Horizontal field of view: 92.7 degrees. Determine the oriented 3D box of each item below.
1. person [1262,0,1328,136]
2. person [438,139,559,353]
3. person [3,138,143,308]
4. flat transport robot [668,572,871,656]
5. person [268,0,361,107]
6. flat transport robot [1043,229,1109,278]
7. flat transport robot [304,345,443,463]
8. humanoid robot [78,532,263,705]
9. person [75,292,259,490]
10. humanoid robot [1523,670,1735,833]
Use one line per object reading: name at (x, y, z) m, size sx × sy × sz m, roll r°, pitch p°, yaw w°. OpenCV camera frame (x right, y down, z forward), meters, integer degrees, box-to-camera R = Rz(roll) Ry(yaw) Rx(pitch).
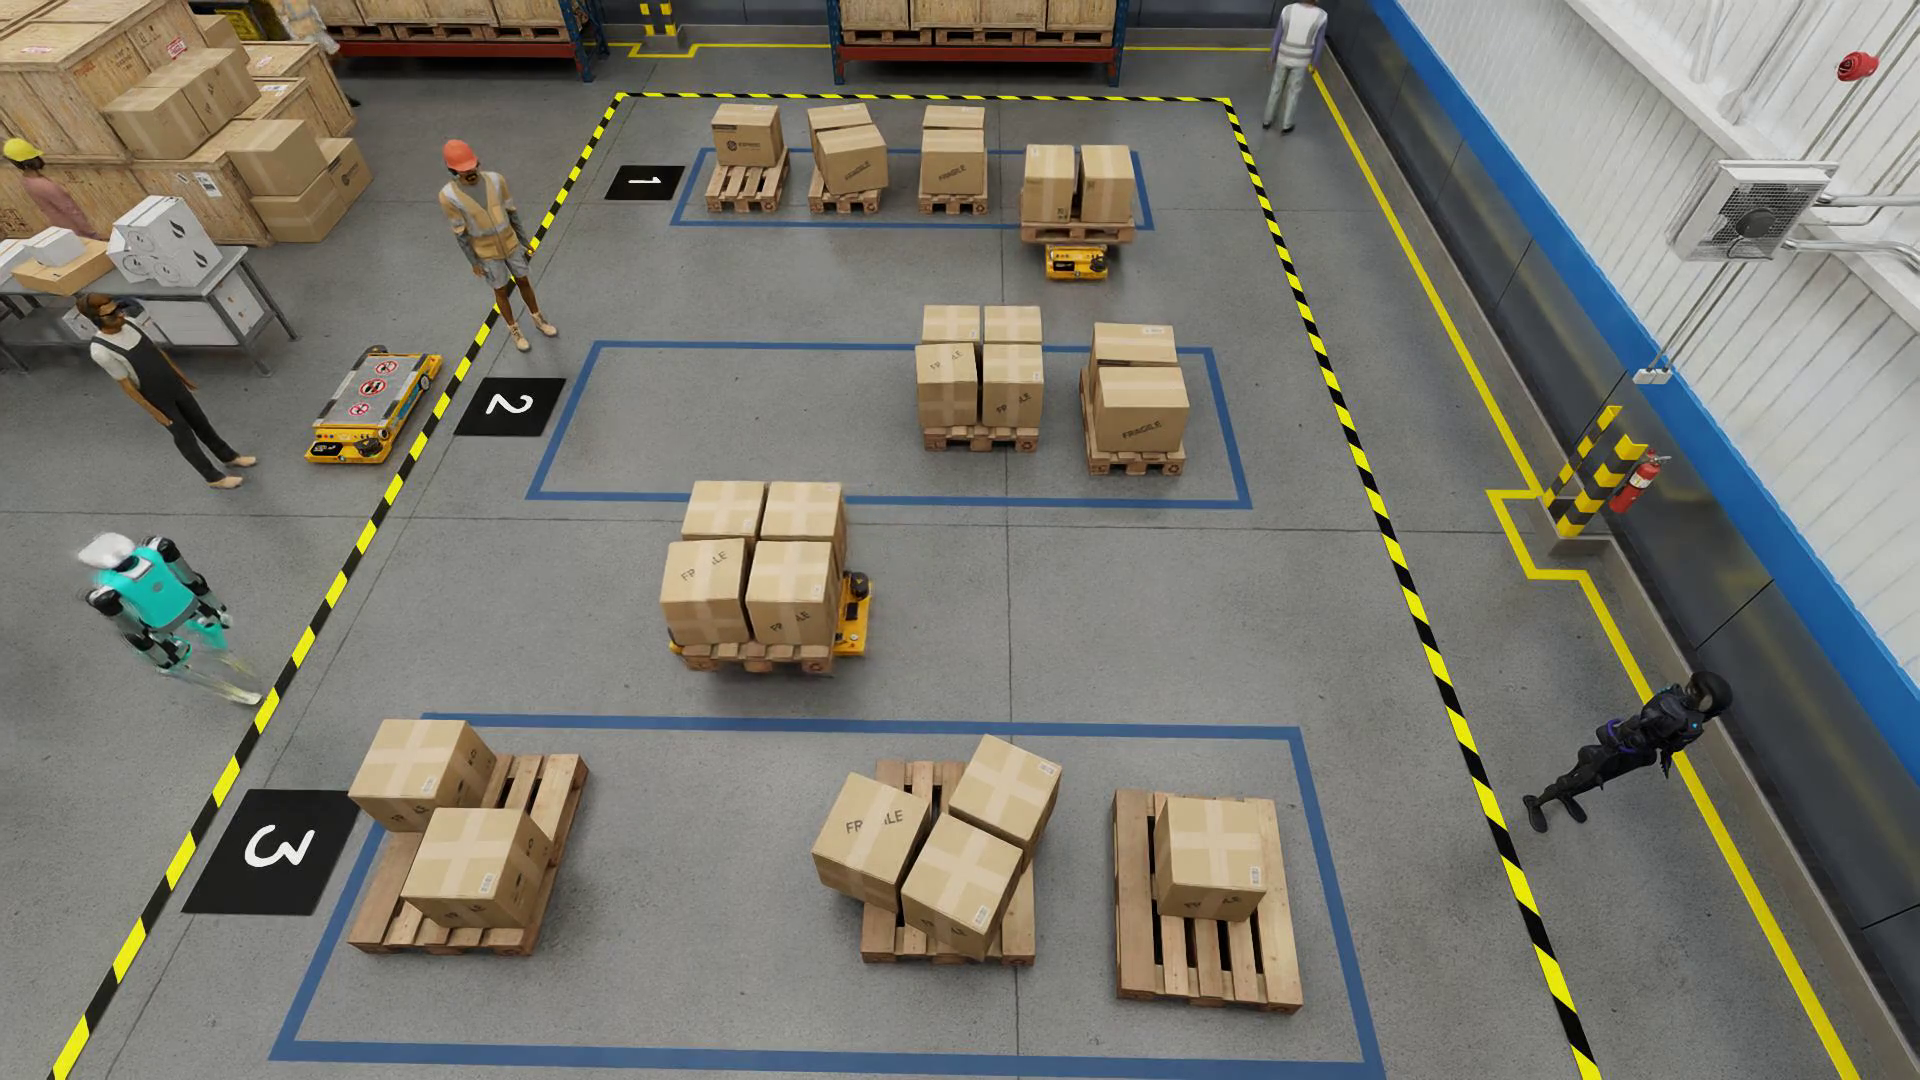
person at (4.177, -6.021, 11.437) m, size 0.599 × 1.829 × 0.404 m, roll 23°, pitch 53°, yaw 18°
person at (-4.276, -2.705, 8.495) m, size 0.374 × 2.045 × 0.604 m, roll 36°, pitch 58°, yaw 26°
person at (-8.591, -3.034, 8.954) m, size 0.532 × 1.765 × 0.328 m, roll 21°, pitch 53°, yaw 17°
flat transport robot at (-1.414, 0.537, 6.895) m, size 1.431 × 0.197 × 0.652 m, roll 1°, pitch 50°, yaw 1°
person at (-8.435, -6.592, 11.873) m, size 0.444 × 1.904 × 0.589 m, roll 11°, pitch 51°, yaw 9°
flat transport robot at (1.270, -3.418, 10.241) m, size 0.652 × 0.197 × 1.431 m, roll 1°, pitch 50°, yaw 1°
flat transport robot at (-5.383, -1.269, 8.441) m, size 0.659 × 0.231 × 1.431 m, roll 1°, pitch 50°, yaw 1°
humanoid robot at (-5.117, 0.602, 5.963) m, size 0.734 × 1.883 × 0.538 m, roll 11°, pitch 51°, yaw 9°
person at (-6.352, -1.170, 7.333) m, size 0.351 × 1.841 × 0.506 m, roll -3°, pitch 50°, yaw -2°
humanoid robot at (3.924, 1.251, 5.374) m, size 0.599 × 1.659 × 0.315 m, roll -7°, pitch 50°, yaw -6°
